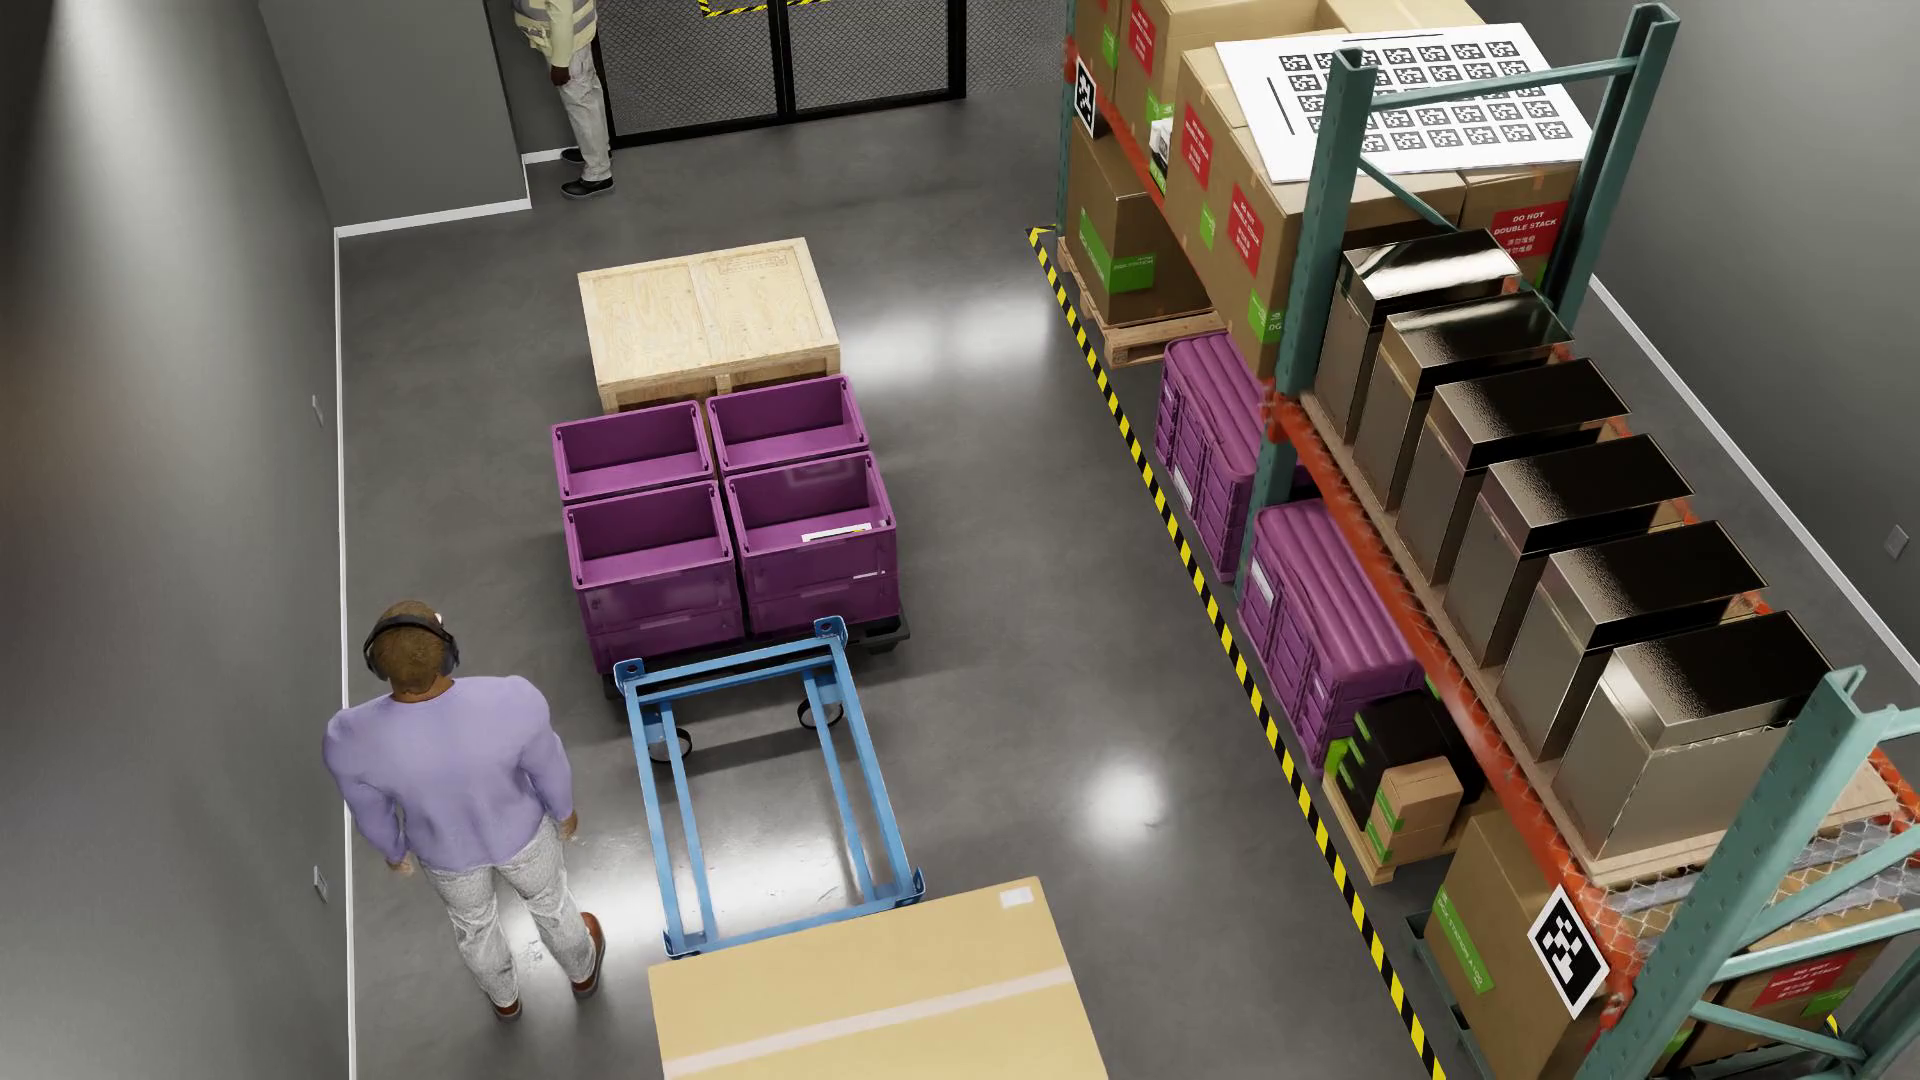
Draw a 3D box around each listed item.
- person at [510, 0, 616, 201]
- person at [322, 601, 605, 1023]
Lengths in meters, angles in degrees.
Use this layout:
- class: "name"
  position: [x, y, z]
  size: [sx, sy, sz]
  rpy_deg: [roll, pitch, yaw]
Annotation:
- class: "person"
  position: [-2.006, -2.558, 8.306]
  size: [0.403, 1.832, 0.594]
  rpy_deg: [-4, 48, -4]
- class: "person"
  position: [-1.476, 0.875, 5.083]
  size: [0.629, 1.940, 0.379]
  rpy_deg: [-11, 48, -10]
